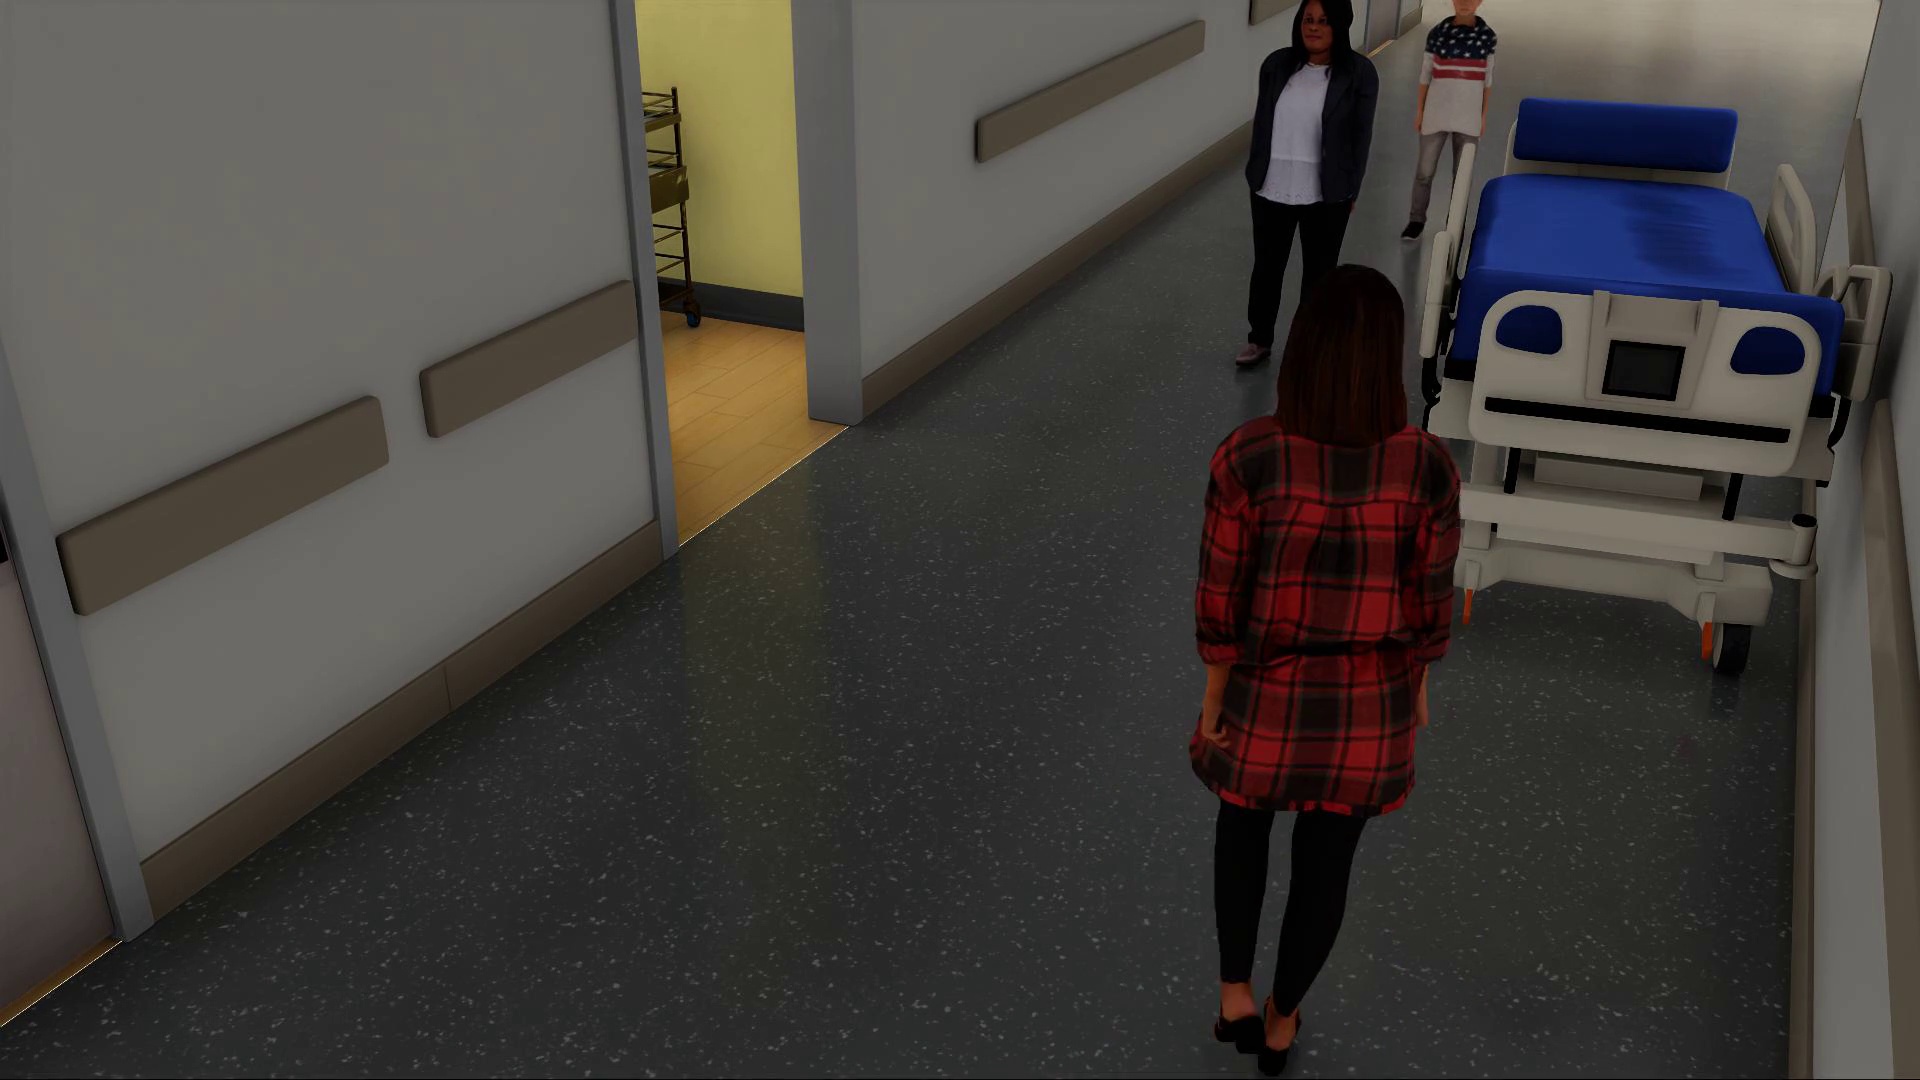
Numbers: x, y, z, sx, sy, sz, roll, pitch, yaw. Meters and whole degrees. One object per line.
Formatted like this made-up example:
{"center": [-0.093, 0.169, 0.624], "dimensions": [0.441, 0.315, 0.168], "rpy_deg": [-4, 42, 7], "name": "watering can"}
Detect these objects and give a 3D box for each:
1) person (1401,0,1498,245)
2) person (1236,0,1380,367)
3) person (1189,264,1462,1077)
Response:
{"center": [2.628, -2.304, 8.855], "dimensions": [0.444, 1.440, 0.605], "rpy_deg": [7, 27, 15], "name": "person"}
{"center": [1.447, -1.498, 7.002], "dimensions": [0.599, 1.597, 0.731], "rpy_deg": [10, 27, 19], "name": "person"}
{"center": [0.647, 0.342, 3.077], "dimensions": [0.641, 1.693, 0.727], "rpy_deg": [6, 26, 13], "name": "person"}
